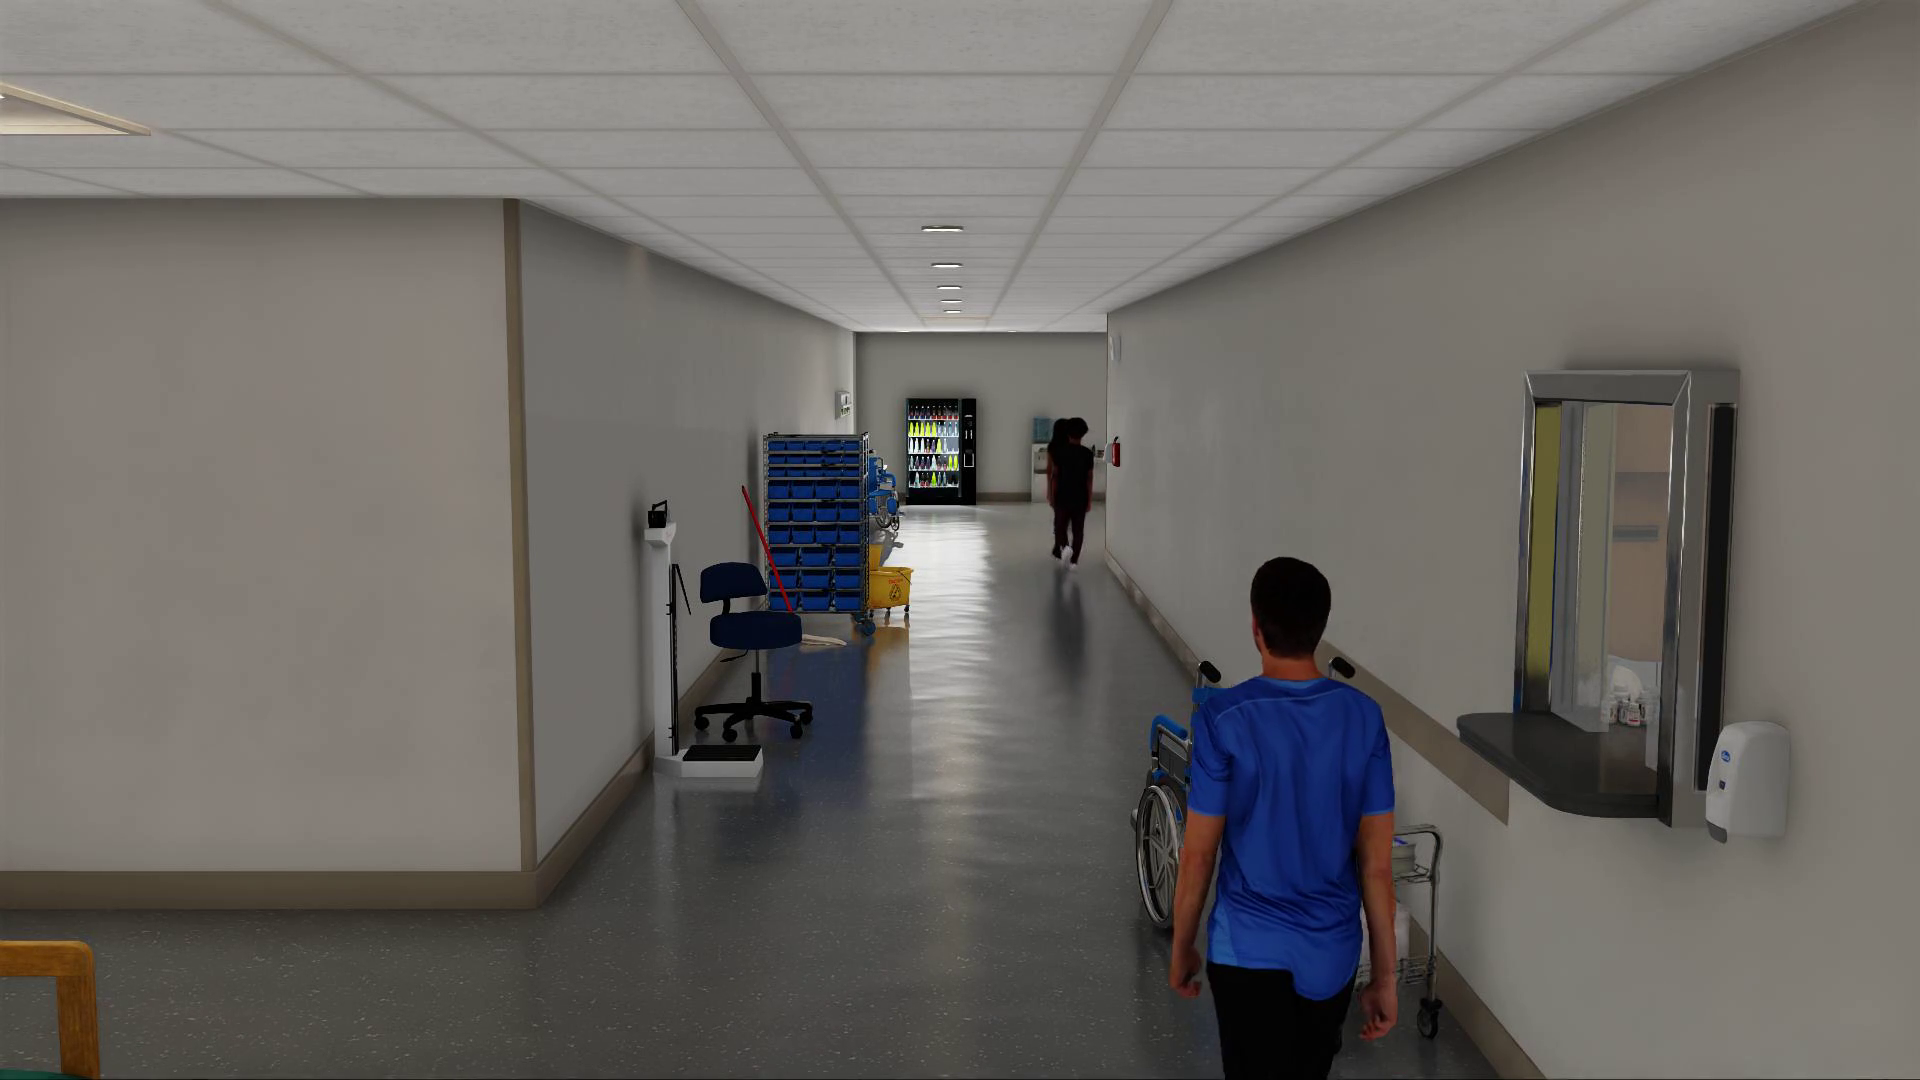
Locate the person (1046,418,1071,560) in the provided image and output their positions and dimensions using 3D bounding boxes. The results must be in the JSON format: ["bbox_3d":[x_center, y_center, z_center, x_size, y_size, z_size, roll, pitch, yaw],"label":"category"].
[{"bbox_3d":[1.237,-0.575,19.985,1.193,1.693,0.924,2,6,20],"label":"person"}]

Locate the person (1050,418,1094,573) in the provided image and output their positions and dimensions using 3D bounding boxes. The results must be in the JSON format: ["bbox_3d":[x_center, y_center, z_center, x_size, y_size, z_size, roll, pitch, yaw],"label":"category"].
[{"bbox_3d":[1.267,-0.485,18.773,0.890,1.756,0.718,0,6,-3],"label":"person"}]

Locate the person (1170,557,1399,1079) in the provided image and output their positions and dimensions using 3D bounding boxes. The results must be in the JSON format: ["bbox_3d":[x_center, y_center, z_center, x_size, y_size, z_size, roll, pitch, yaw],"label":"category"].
[{"bbox_3d":[0.741,1.007,3.681,1.213,1.808,0.782,-1,6,-6],"label":"person"}]
